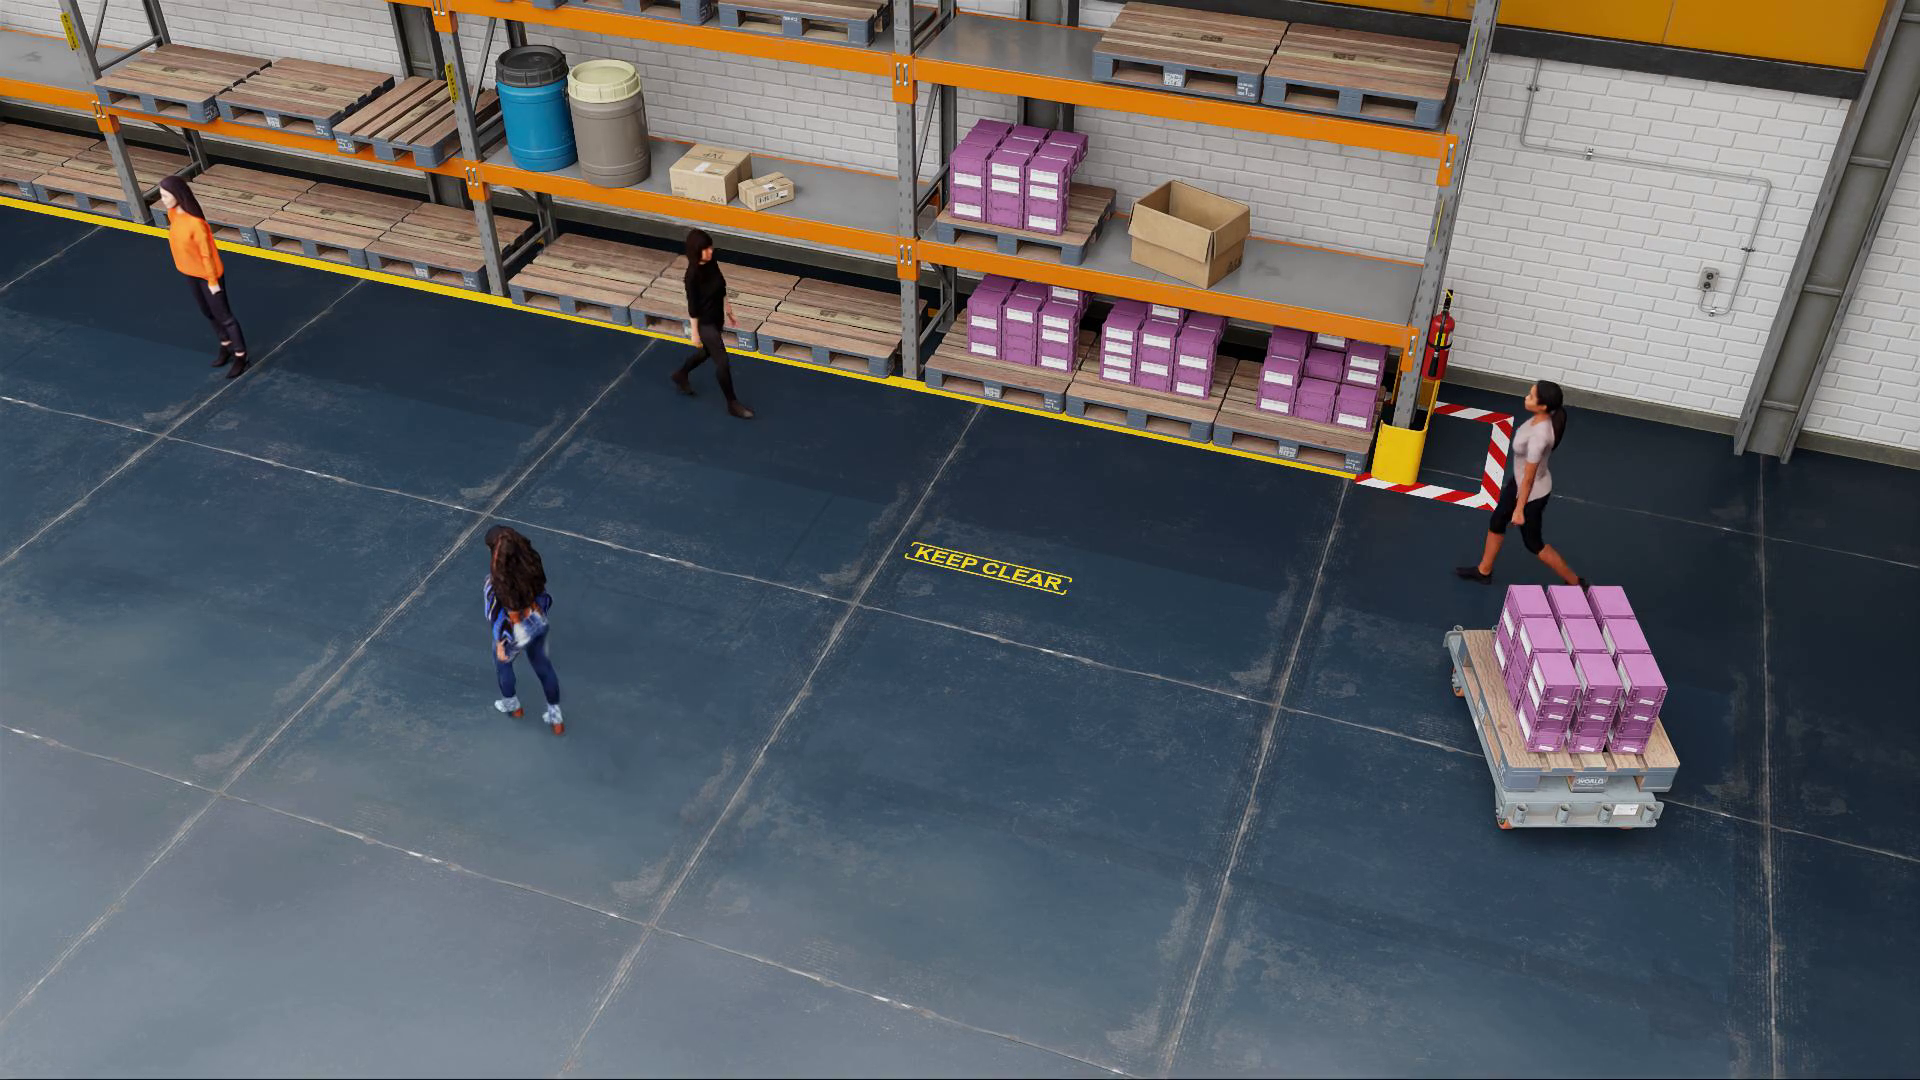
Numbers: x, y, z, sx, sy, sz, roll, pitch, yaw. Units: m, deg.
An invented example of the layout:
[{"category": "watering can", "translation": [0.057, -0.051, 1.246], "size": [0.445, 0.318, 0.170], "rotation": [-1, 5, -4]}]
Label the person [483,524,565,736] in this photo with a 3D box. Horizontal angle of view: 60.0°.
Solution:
[{"category": "person", "translation": [-2.644, 0.589, 10.223], "size": [0.857, 1.610, 0.775], "rotation": [27, 46, 29]}]

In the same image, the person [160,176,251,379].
[{"category": "person", "translation": [-6.151, -2.164, 13.561], "size": [0.599, 1.747, 0.744], "rotation": [26, 46, 29]}]

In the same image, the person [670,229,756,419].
[{"category": "person", "translation": [-2.046, -1.734, 13.129], "size": [1.023, 1.613, 0.552], "rotation": [13, 40, 15]}]

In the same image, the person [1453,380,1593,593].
[{"category": "person", "translation": [3.935, -0.287, 11.237], "size": [1.129, 1.712, 0.626], "rotation": [14, 41, 17]}]
